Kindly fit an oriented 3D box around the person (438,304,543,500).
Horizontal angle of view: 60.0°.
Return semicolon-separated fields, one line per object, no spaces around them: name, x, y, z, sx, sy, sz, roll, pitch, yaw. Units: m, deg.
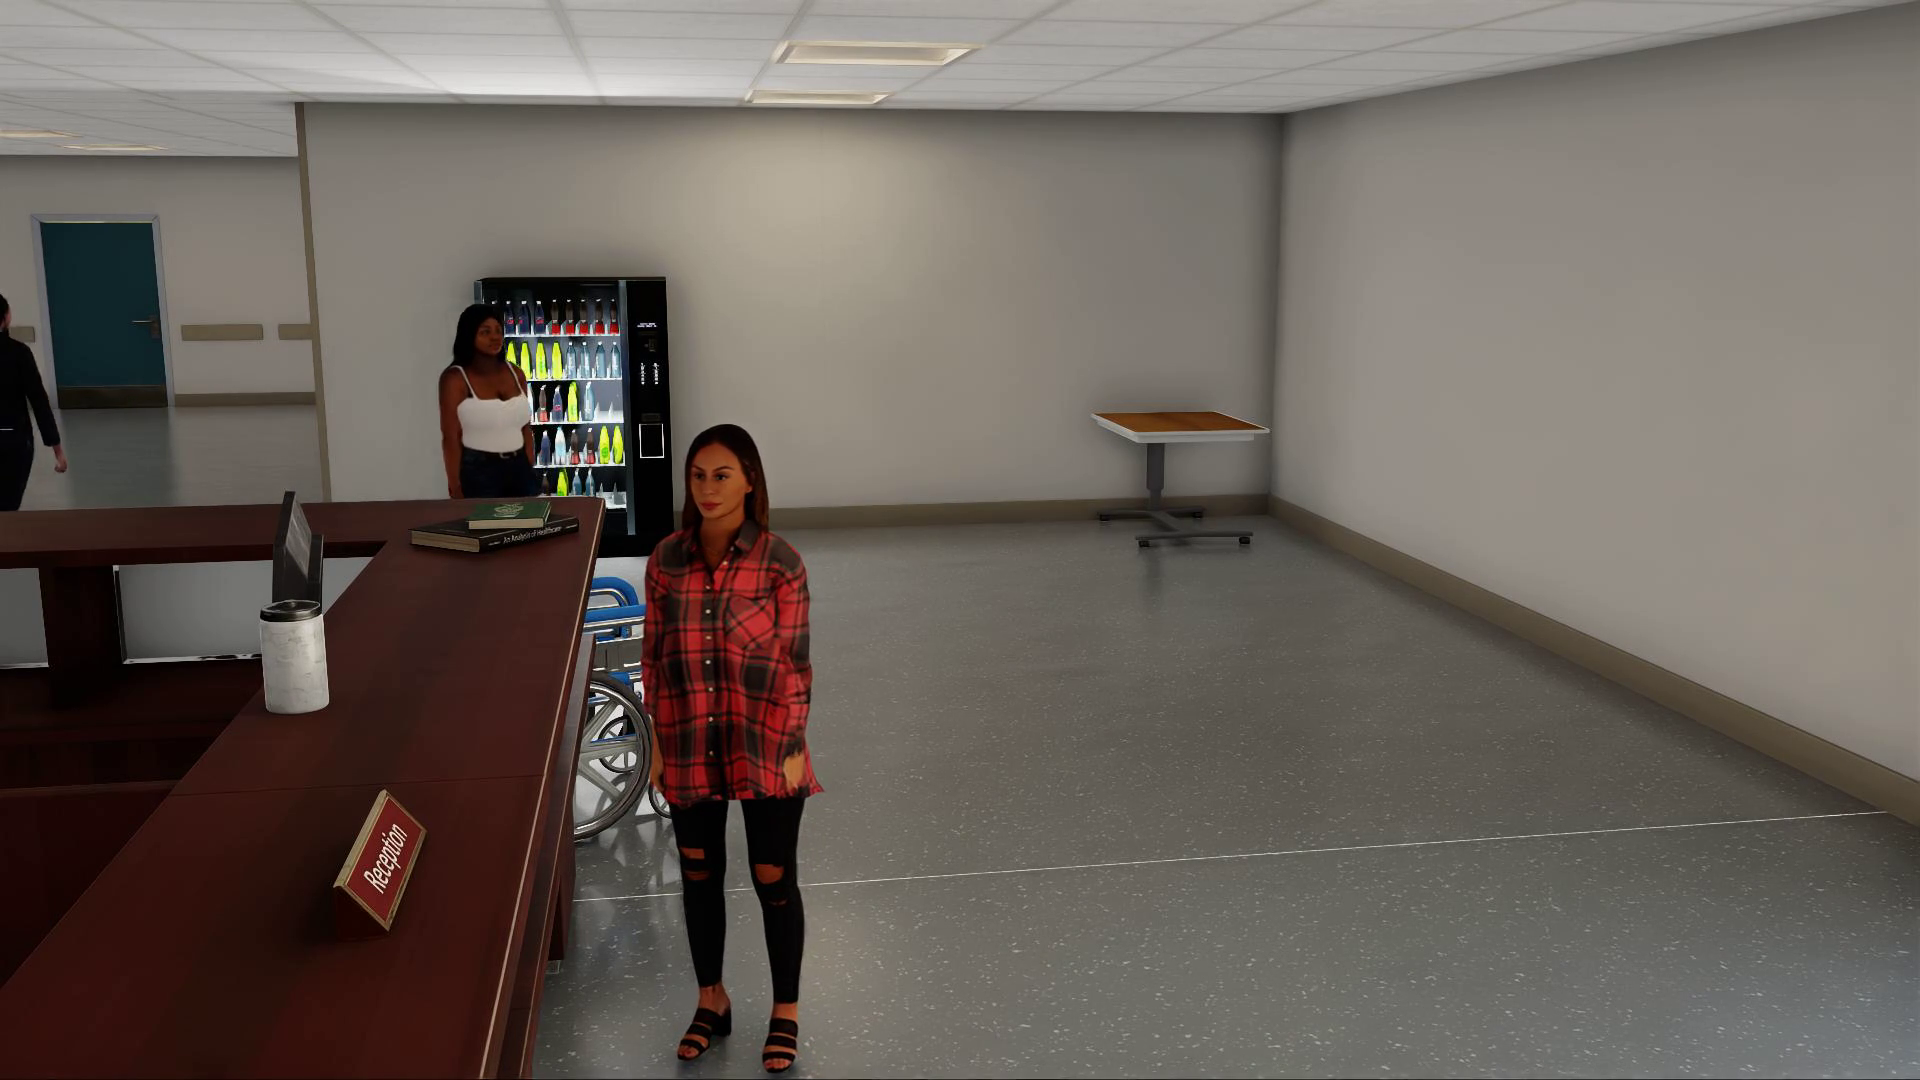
person;-2.402;-0.284;8.386;0.849;1.803;0.903;-10;15;-43

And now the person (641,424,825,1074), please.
person;-0.588;0.541;4.315;0.620;1.701;0.749;2;11;13

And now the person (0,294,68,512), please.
person;-5.331;-0.428;9.185;1.117;1.788;0.841;0;11;-1
